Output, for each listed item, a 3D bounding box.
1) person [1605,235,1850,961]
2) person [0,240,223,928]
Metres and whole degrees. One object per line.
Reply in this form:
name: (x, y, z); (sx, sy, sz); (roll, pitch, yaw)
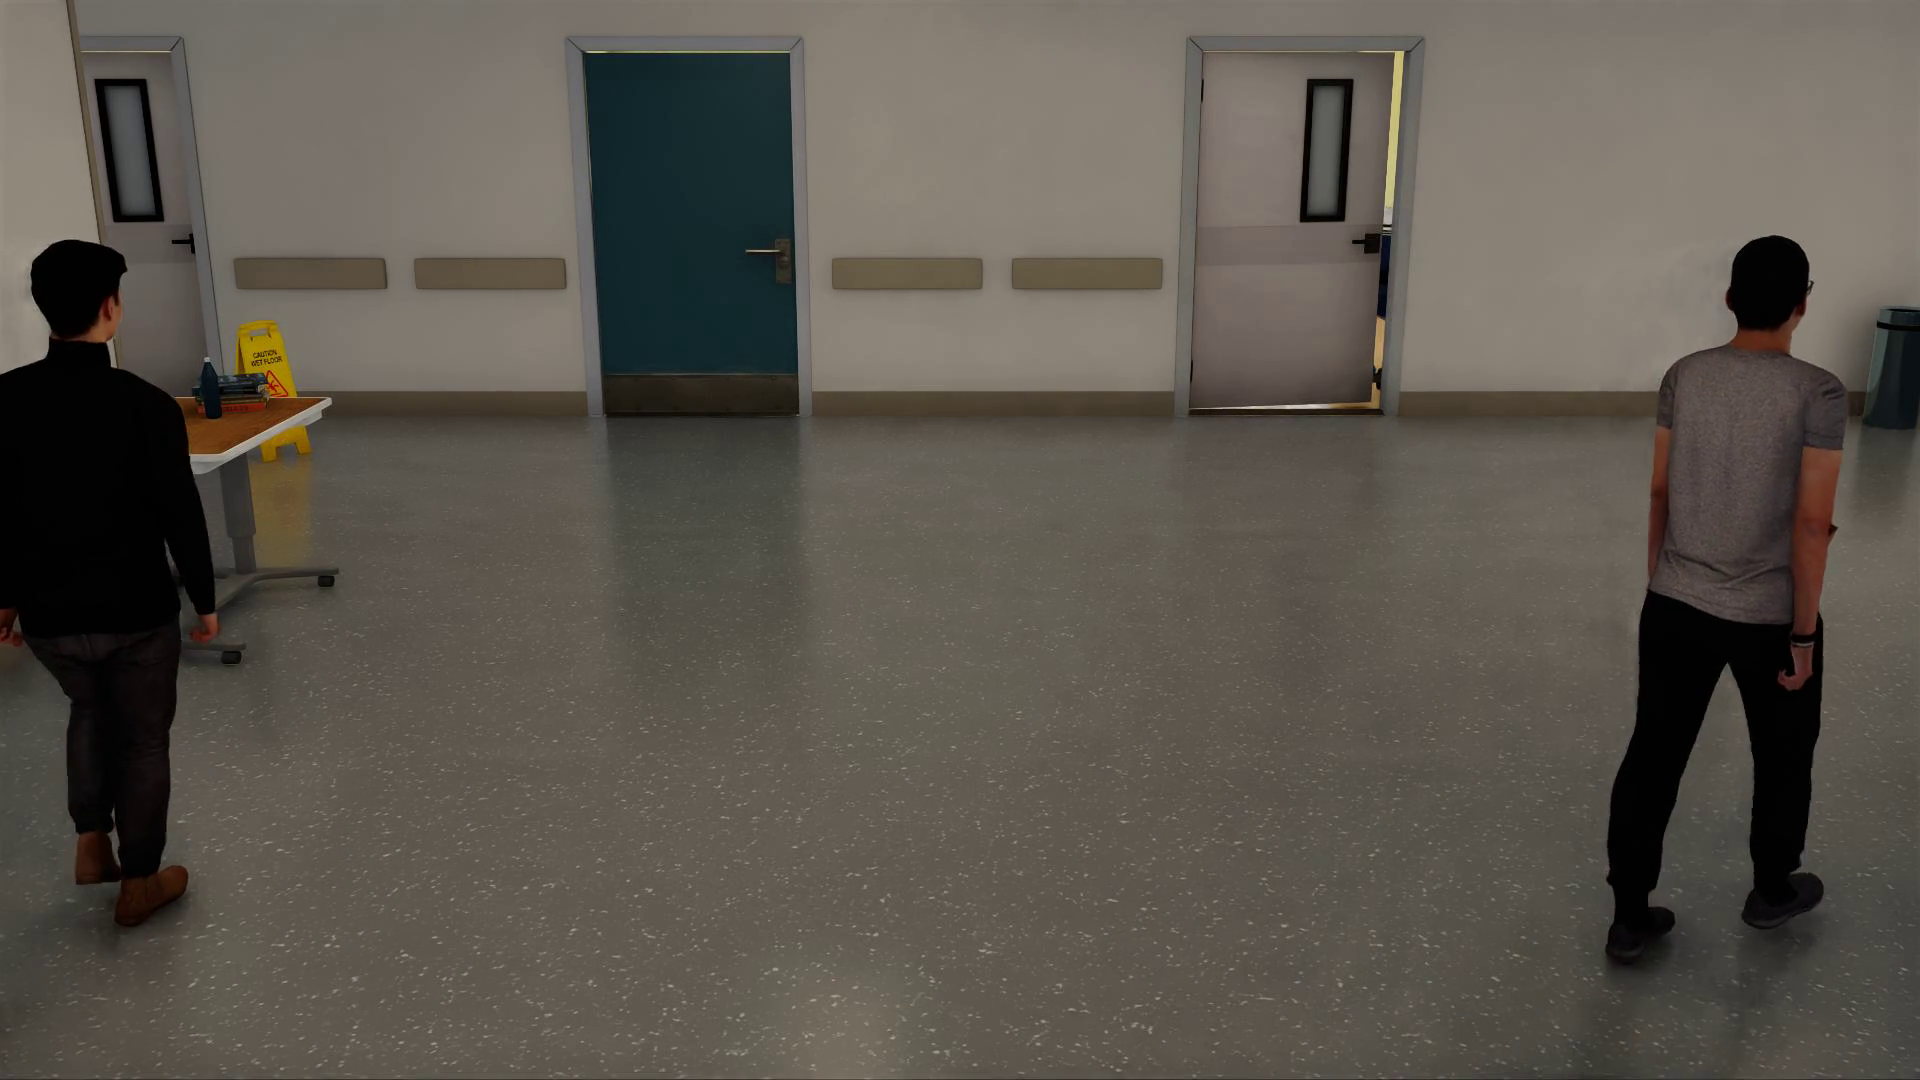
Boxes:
person: (1.756, 0.189, 3.895); (1.032, 1.728, 0.953); (-14, 21, -40)
person: (-2.137, 0.150, 4.058); (0.492, 1.715, 0.724); (0, 16, -1)
